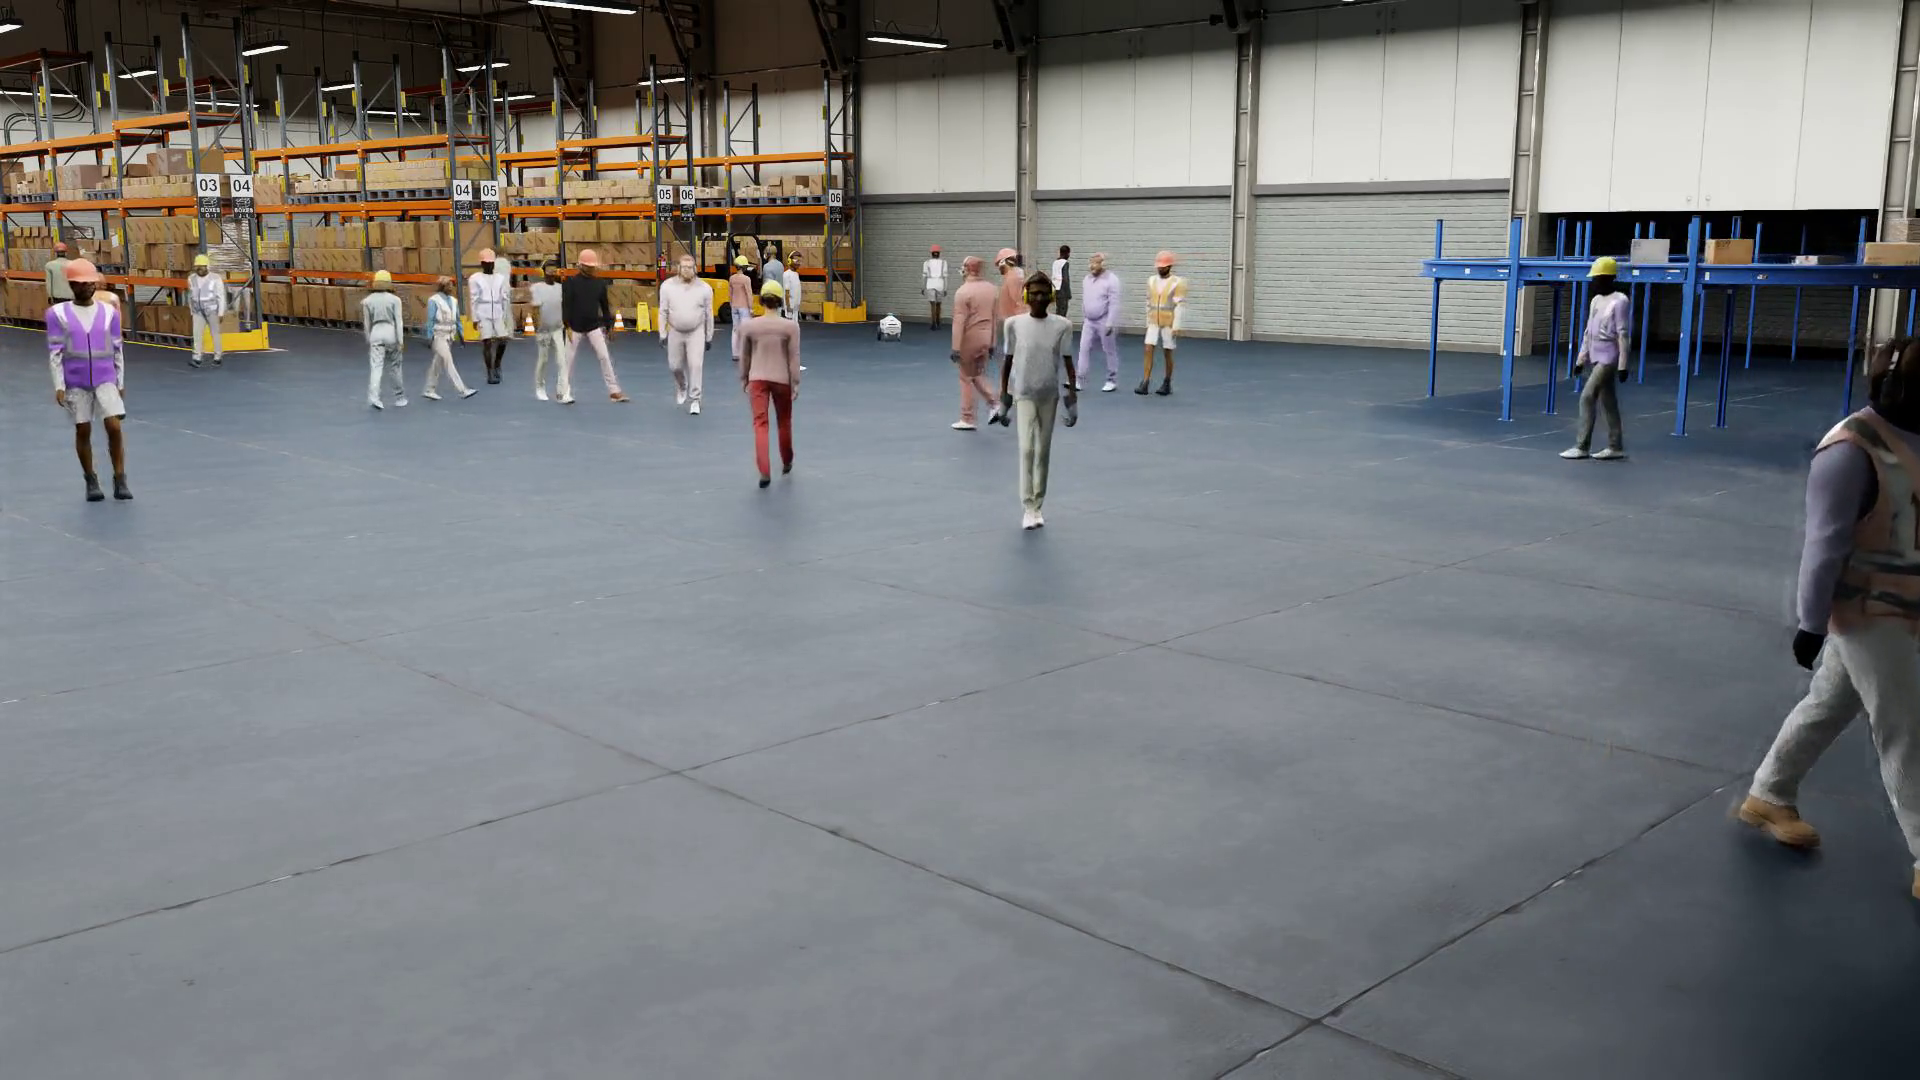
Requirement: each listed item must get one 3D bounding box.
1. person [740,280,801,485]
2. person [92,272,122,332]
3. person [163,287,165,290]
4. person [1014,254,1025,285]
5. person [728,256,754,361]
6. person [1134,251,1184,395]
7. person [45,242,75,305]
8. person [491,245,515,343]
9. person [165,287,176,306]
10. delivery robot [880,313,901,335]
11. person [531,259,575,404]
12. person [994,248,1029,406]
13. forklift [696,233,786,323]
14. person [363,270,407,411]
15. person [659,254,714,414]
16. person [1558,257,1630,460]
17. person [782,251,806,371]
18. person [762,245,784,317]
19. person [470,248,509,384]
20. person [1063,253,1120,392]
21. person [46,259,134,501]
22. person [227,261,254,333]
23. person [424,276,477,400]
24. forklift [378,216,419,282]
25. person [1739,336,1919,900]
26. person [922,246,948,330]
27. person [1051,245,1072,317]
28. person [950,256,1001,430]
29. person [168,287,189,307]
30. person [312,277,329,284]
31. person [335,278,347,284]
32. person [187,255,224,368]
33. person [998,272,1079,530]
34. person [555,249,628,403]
[{"bbox_3d":[-1.632,-1.368,14.369,0.527,1.721,0.903,-1,10,-4],"label":"person"},{"bbox_3d":[-11.478,-2.767,22.225,0.537,1.625,0.388,-7,13,-34],"label":"person"},{"bbox_3d":[-19.453,-6.433,41.256,0.629,1.987,1.040,-8,13,-36],"label":"person"},{"bbox_3d":[1.277,-5.492,36.917,0.315,1.696,0.540,-5,12,-26],"label":"person"},{"bbox_3d":[-3.672,-3.900,28.043,0.533,1.768,0.310,8,13,39],"label":"person"},{"bbox_3d":[2.617,-2.830,21.857,0.568,1.891,0.906,6,12,31],"label":"person"},{"bbox_3d":[-17.027,-4.665,31.635,0.630,1.978,0.430,-6,12,-29],"label":"person"},{"bbox_3d":[-9.176,-4.864,32.897,0.772,1.910,0.654,3,11,18],"label":"person"},{"bbox_3d":[-18.524,-5.894,39.298,0.519,1.619,0.499,-8,13,-36],"label":"person"},{"bbox_3d":[-1.412,-4.348,33.651,0.477,0.478,0.707,-2,11,-10],"label":"delivery robot"},{"bbox_3d":[-5.208,-2.658,21.145,0.509,1.826,0.989,-7,12,-32],"label":"person"},{"bbox_3d":[0.670,-2.657,20.762,0.535,1.947,0.645,1,10,5],"label":"person"},{"bbox_3d":[-5.496,-6.489,41.108,2.313,2.155,1.214,-10,14,-44],"label":"forklift"},{"bbox_3d":[-7.066,-2.454,20.368,0.485,1.694,0.899,0,10,-2],"label":"person"},{"bbox_3d":[-3.264,-2.473,19.927,0.662,1.885,0.589,0,10,-3],"label":"person"},{"bbox_3d":[5.950,-1.696,15.648,0.798,1.893,0.605,0,10,-1],"label":"person"},{"bbox_3d":[-2.604,-3.576,26.016,0.330,1.865,0.518,2,11,12],"label":"person"},{"bbox_3d":[-3.367,-4.317,29.848,0.368,1.939,0.632,3,11,17],"label":"person"},{"bbox_3d":[-6.729,-3.205,23.823,0.556,1.921,0.404,-7,12,-32],"label":"person"},{"bbox_3d":[1.817,-2.916,22.398,0.665,1.858,0.962,9,14,41],"label":"person"},{"bbox_3d":[-6.869,-1.247,13.146,0.545,1.912,0.786,-7,13,-34],"label":"person"},{"bbox_3d":[-15.456,-5.368,35.724,0.337,1.882,0.584,10,14,43],"label":"person"},{"bbox_3d":[-6.557,-2.575,21.274,0.874,1.584,0.534,4,11,19],"label":"person"},{"bbox_3d":[-17.868,-9.201,54.028,1.873,2.768,1.129,-10,14,-44],"label":"forklift"},{"bbox_3d":[3.039,0.227,5.478,0.643,1.795,0.953,-8,13,-36],"label":"person"},{"bbox_3d":[-0.561,-5.682,37.525,0.559,1.879,1.028,-1,10,-5],"label":"person"},{"bbox_3d":[2.069,-5.176,34.645,0.516,1.897,0.725,-4,11,-22],"label":"person"},{"bbox_3d":[0.159,-2.145,18.166,0.471,1.892,0.651,7,13,35],"label":"person"},{"bbox_3d":[-17.079,-5.508,36.690,0.657,1.810,0.810,-8,13,-39],"label":"person"},{"bbox_3d":[-18.038,-7.429,47.087,0.607,1.833,0.969,-4,11,-23],"label":"person"},{"bbox_3d":[-16.097,-6.608,43.308,0.850,1.584,0.543,4,11,21],"label":"person"},{"bbox_3d":[-12.065,-3.637,26.540,0.619,1.784,0.909,0,10,0],"label":"person"},{"bbox_3d":[0.573,-0.977,11.897,0.561,1.837,0.845,-1,10,-4],"label":"person"},{"bbox_3d":[-4.704,-2.712,21.142,0.810,1.940,0.573,-7,12,-32],"label":"person"}]
